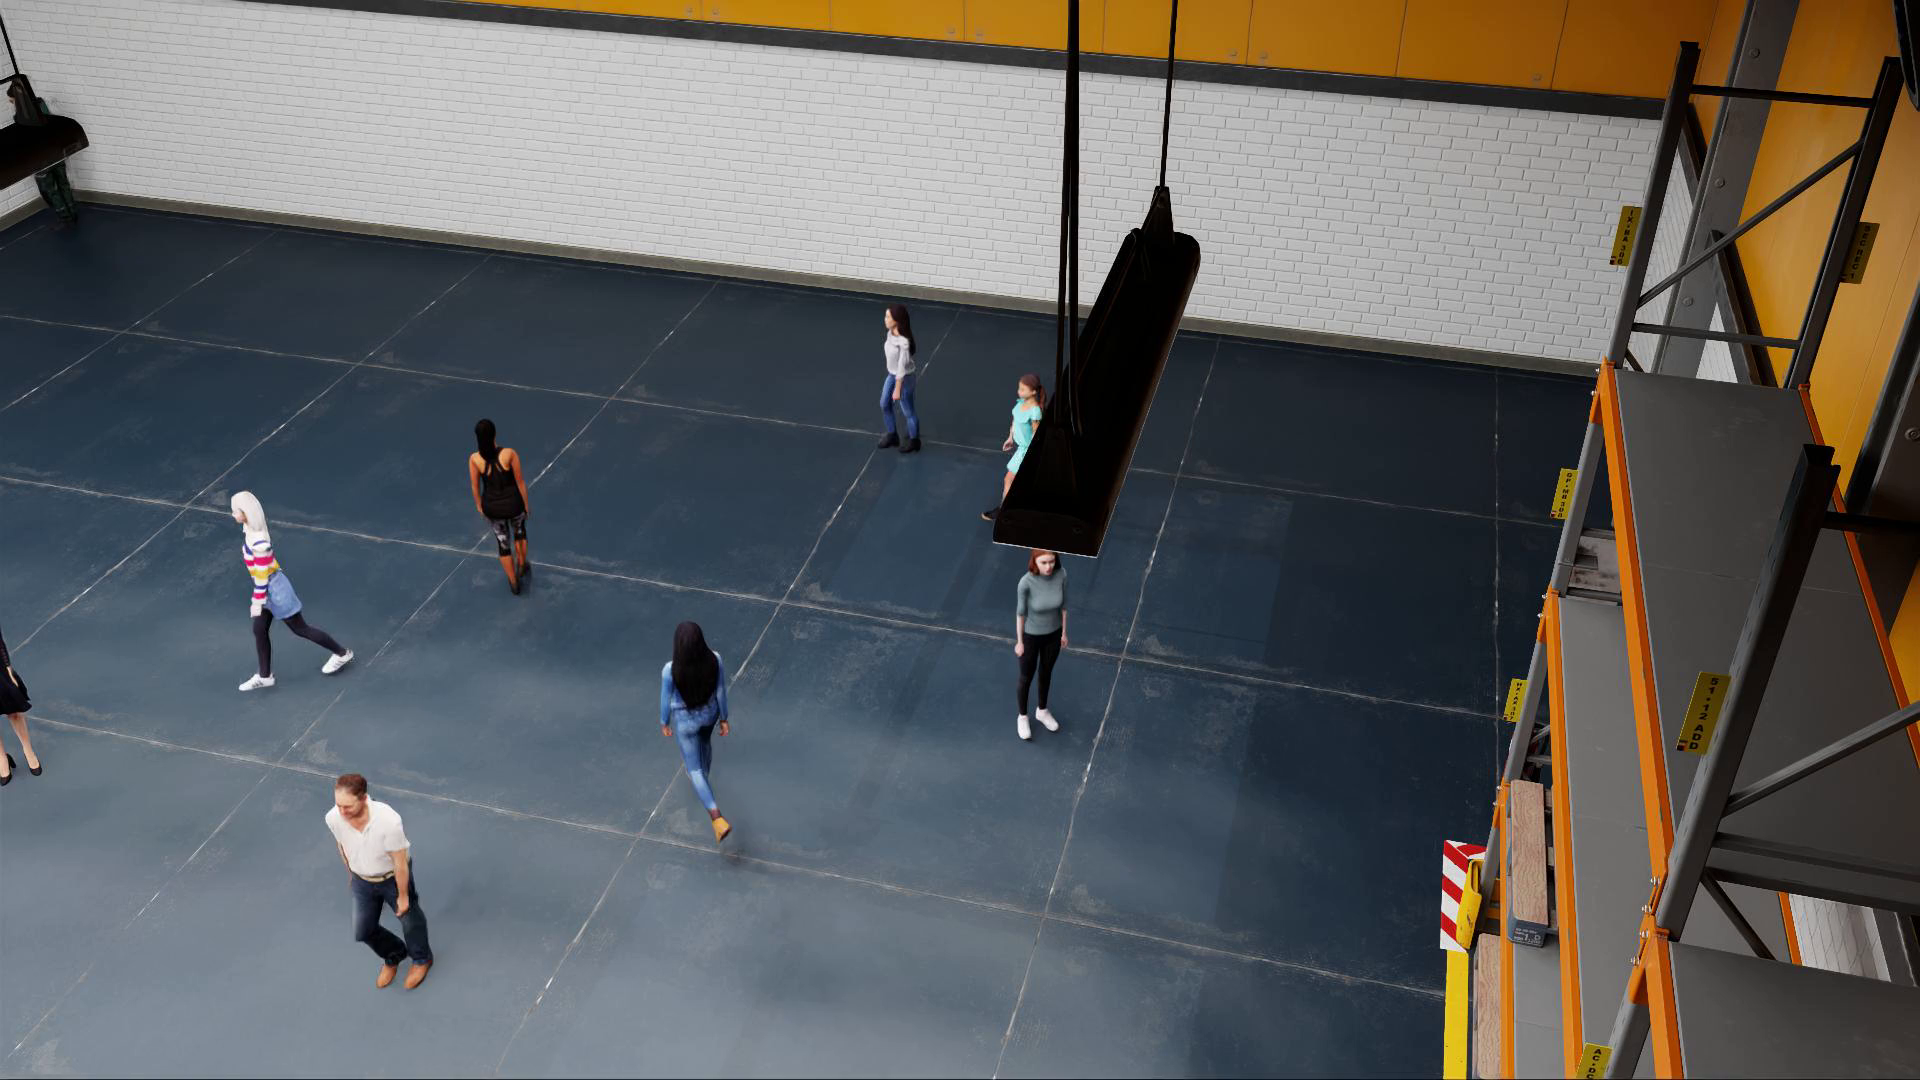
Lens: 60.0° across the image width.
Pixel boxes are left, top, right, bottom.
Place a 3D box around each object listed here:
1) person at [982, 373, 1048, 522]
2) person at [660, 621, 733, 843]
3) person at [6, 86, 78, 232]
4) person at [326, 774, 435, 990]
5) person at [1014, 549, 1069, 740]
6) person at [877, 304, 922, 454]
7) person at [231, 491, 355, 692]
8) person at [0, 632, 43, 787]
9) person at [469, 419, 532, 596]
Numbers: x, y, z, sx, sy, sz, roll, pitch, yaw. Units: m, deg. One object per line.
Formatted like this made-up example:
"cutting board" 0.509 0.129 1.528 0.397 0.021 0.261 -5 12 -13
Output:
"person" 0.709 -0.834 15.133 0.879 1.521 1.087 -3 34 -5
"person" -1.813 1.353 11.700 1.112 1.678 1.186 -17 37 -24
"person" -11.440 -4.856 20.868 0.860 1.871 0.563 16 37 23
"person" -3.581 2.063 10.495 0.673 1.831 0.681 6 34 8
"person" 0.612 0.733 12.576 0.670 1.742 0.704 -13 36 -18
"person" -0.488 -1.562 16.141 0.831 1.617 0.757 -10 35 -15
"person" -5.281 0.391 13.063 1.198 1.772 1.091 -21 39 -28
"person" -7.106 1.025 12.132 0.696 1.747 0.748 -15 37 -22
"person" -3.887 -0.259 14.152 0.748 1.649 0.810 -5 34 -8
